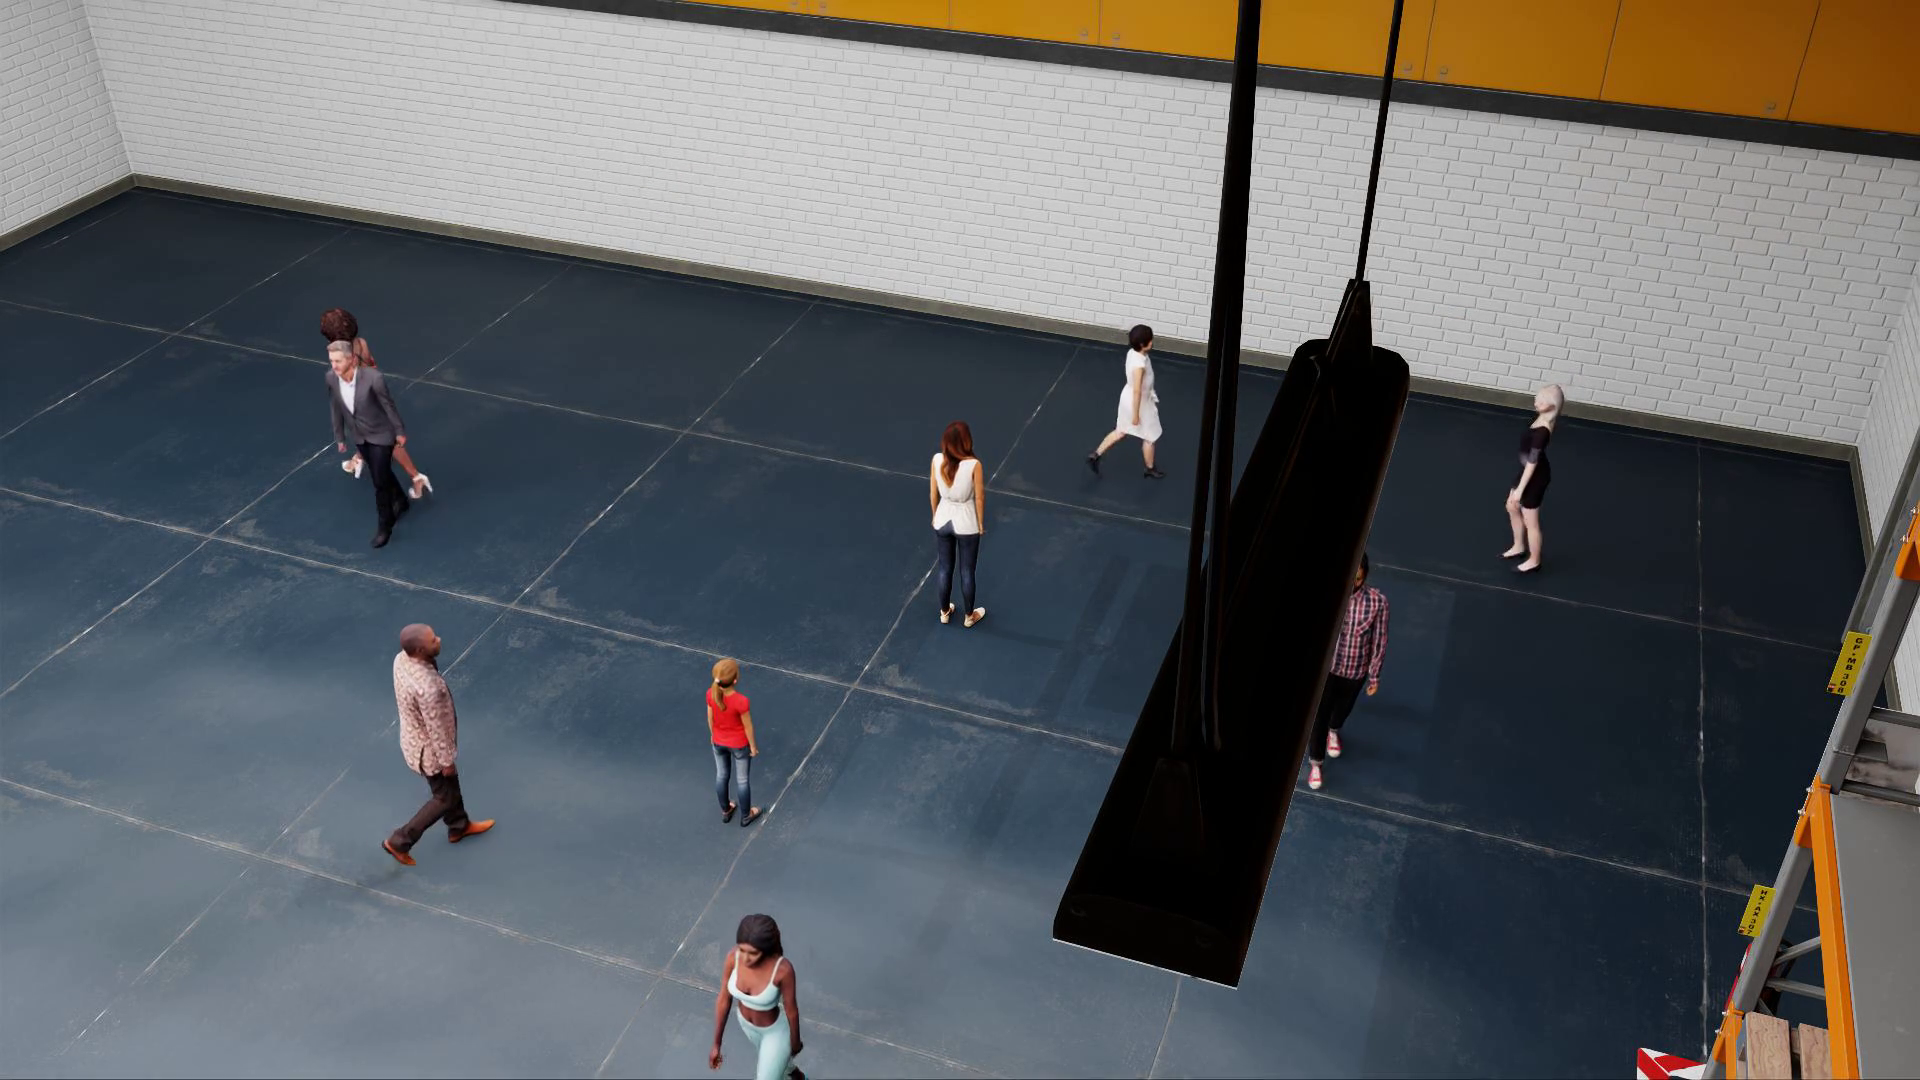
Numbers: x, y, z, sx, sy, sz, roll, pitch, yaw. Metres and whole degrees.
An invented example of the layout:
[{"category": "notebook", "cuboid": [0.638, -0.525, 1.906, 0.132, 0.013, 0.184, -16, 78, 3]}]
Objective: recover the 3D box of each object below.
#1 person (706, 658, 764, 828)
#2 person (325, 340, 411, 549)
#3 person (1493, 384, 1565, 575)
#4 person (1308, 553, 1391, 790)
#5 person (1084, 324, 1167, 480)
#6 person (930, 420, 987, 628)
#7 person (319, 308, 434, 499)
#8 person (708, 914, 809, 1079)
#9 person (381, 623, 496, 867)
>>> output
[{"category": "person", "cuboid": [-1.518, 1.336, 10.986, 0.483, 1.308, 0.468, 13, 36, 18]}, {"category": "person", "cuboid": [-4.877, -0.913, 13.919, 0.761, 1.806, 0.966, 9, 35, 13]}, {"category": "person", "cuboid": [4.613, -0.470, 13.257, 0.693, 1.801, 0.548, 18, 37, 25]}, {"category": "person", "cuboid": [2.643, 0.788, 11.429, 0.797, 1.729, 1.039, 5, 34, 8]}, {"category": "person", "cuboid": [1.469, -1.175, 14.563, 0.898, 1.529, 0.988, -4, 34, -6]}, {"category": "person", "cuboid": [-0.026, -0.115, 12.738, 0.578, 1.785, 0.514, 13, 36, 18]}, {"category": "person", "cuboid": [-4.995, -1.111, 14.315, 0.616, 1.697, 1.149, 10, 35, 15]}, {"category": "person", "cuboid": [-0.991, 2.550, 8.822, 0.678, 1.681, 1.155, 17, 37, 23]}, {"category": "person", "cuboid": [-3.456, 1.326, 10.571, 1.118, 1.783, 1.025, -19, 38, -26]}]
